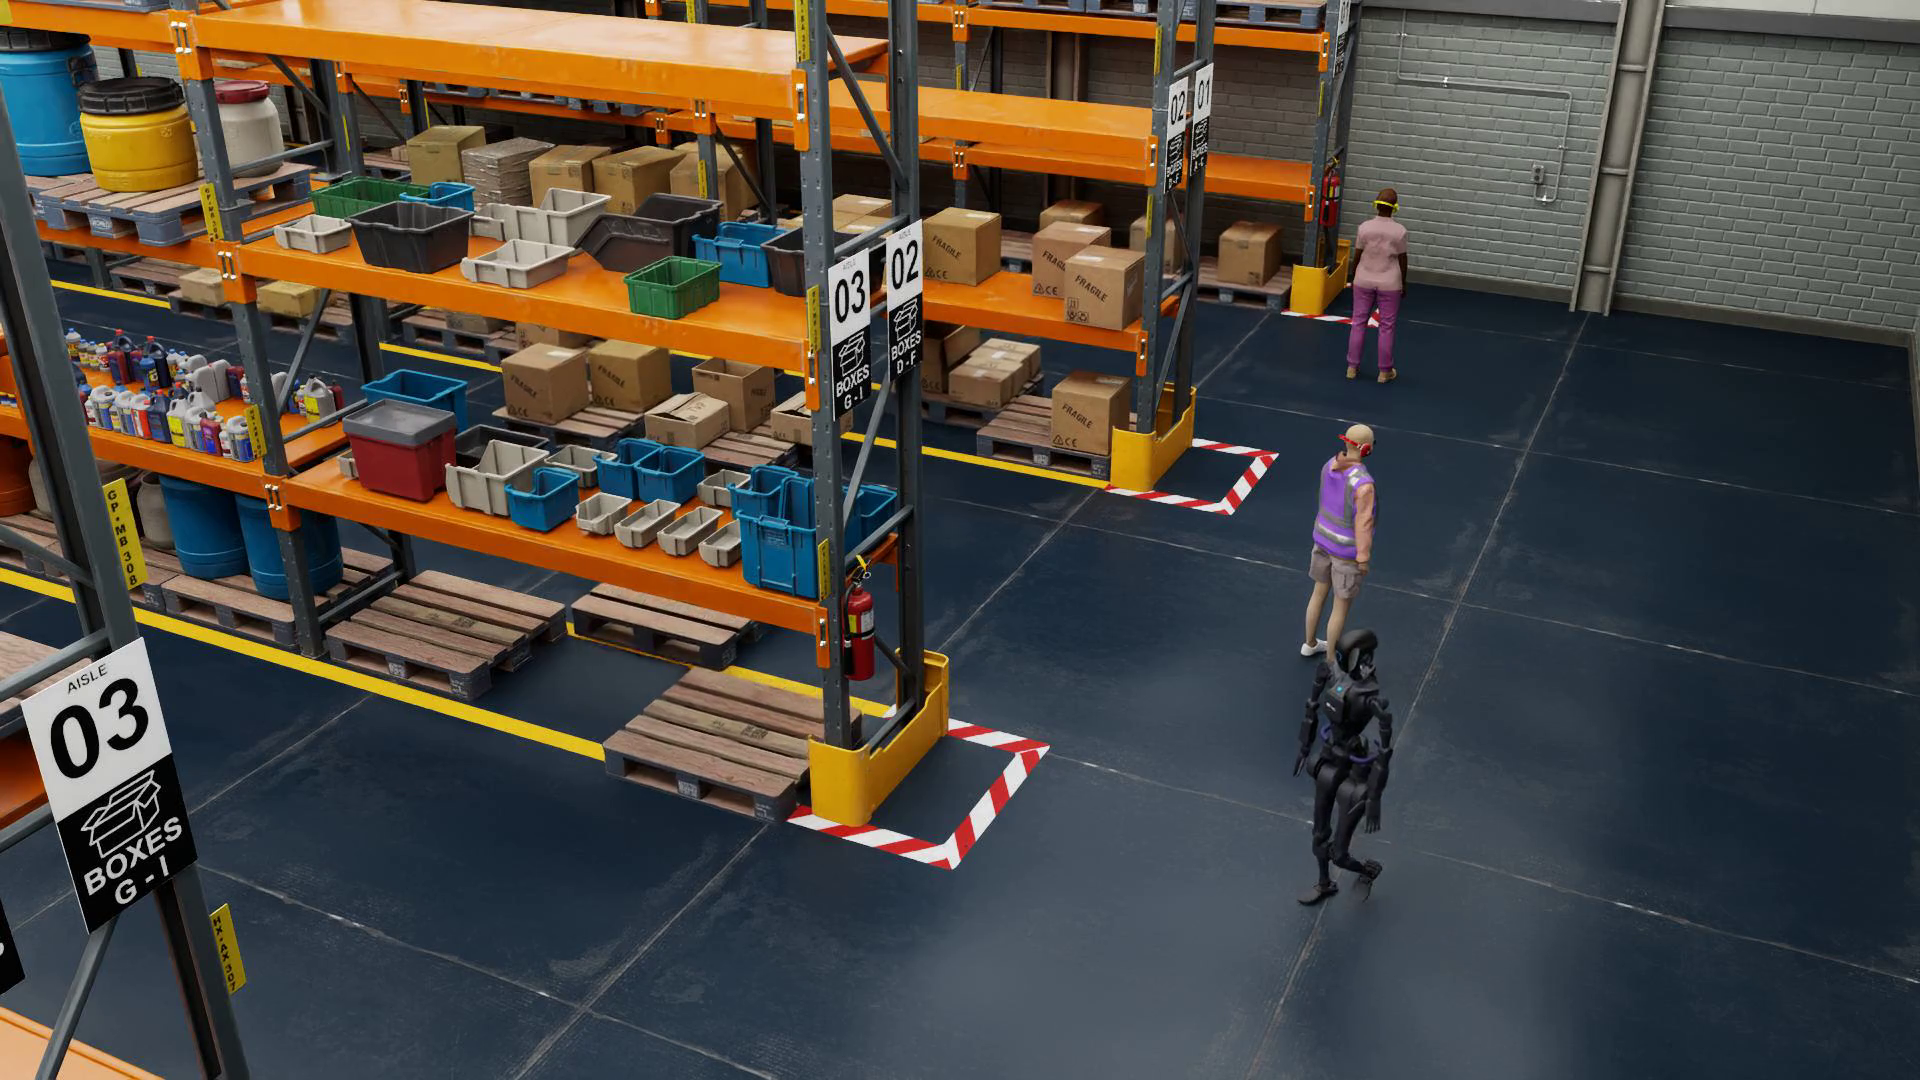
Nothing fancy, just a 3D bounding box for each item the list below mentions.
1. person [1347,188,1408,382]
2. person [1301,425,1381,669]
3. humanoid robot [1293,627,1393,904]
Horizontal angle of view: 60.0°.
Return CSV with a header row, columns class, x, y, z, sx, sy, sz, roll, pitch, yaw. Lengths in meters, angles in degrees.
class,x,y,z,sx,sy,sz,roll,pitch,yaw
person,3.850,-2.344,15.325,0.527,1.802,0.333,13,29,25
person,2.427,0.057,10.590,0.349,1.688,0.491,-11,28,-21
humanoid robot,1.976,1.137,8.410,0.412,1.640,0.614,-16,30,-29
